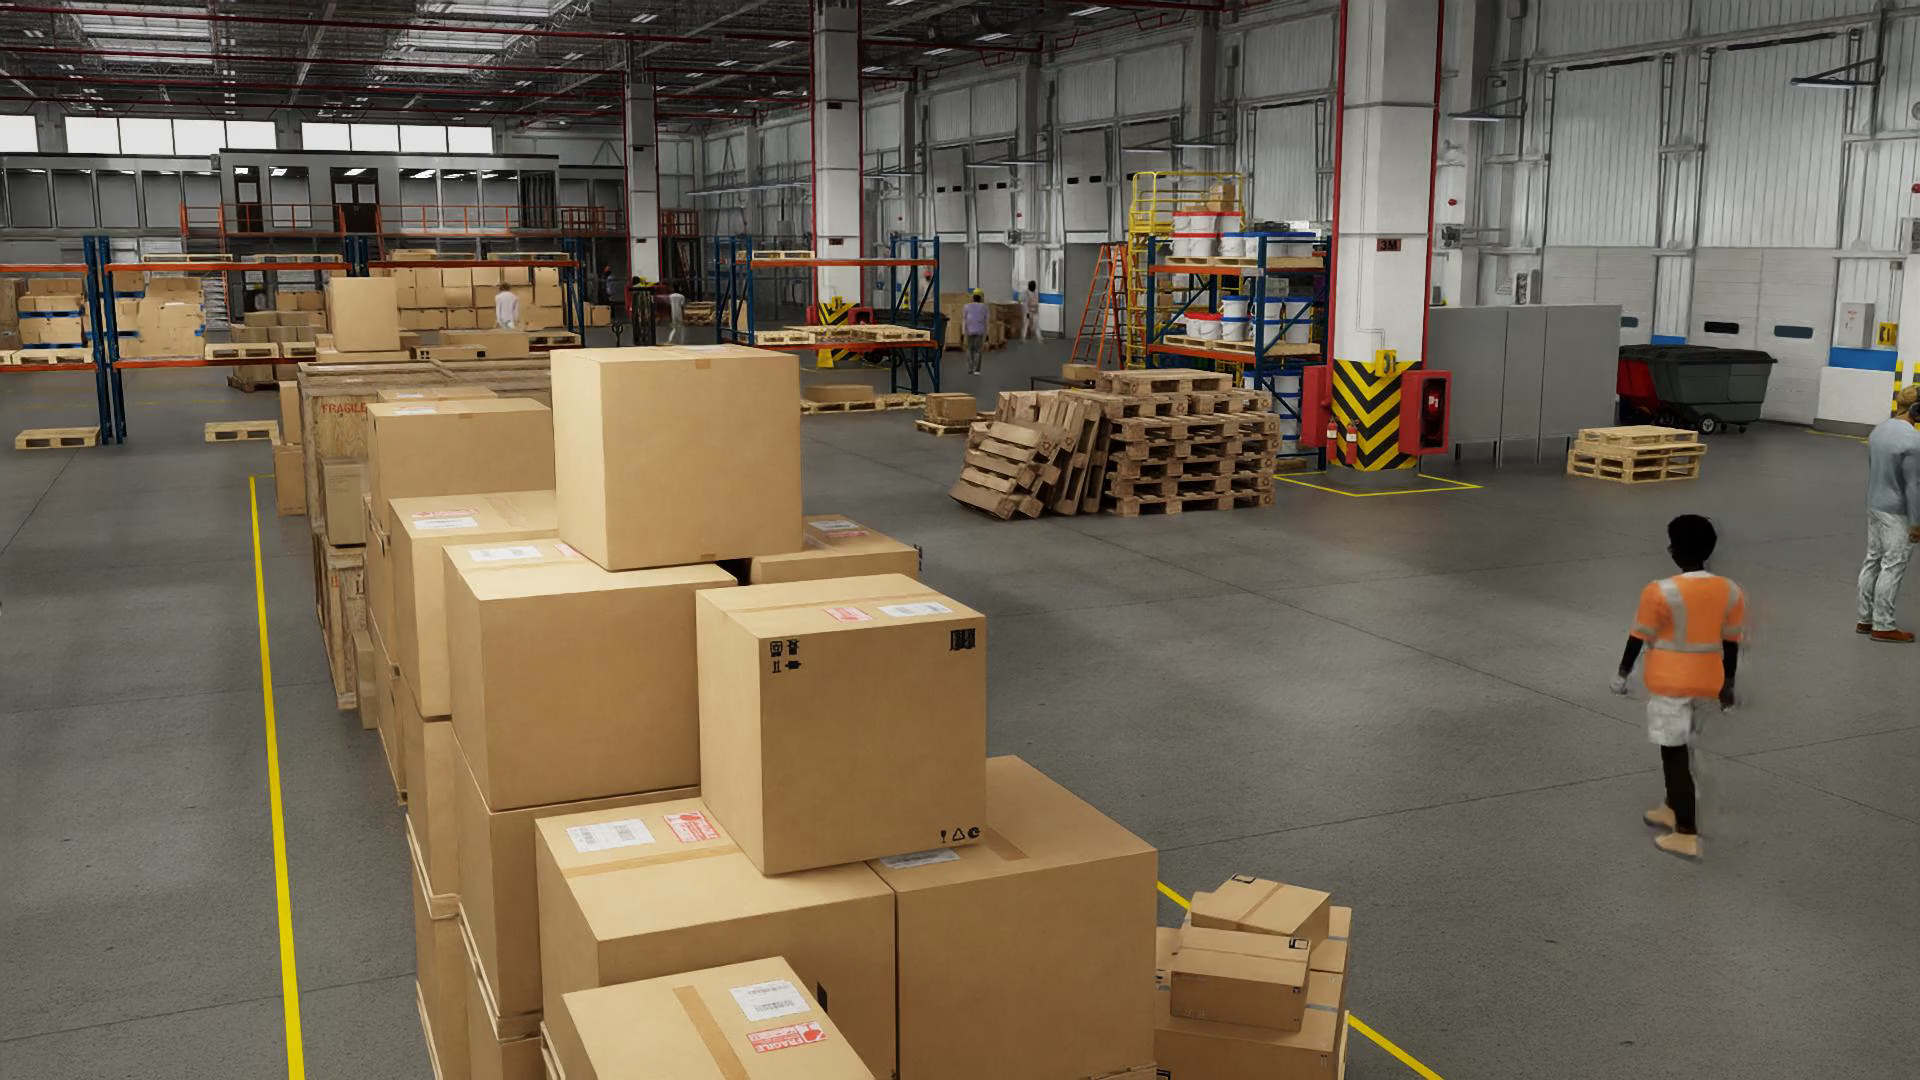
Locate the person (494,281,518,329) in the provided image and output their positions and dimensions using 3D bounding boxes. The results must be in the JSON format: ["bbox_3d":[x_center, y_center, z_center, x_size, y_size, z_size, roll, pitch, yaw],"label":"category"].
[{"bbox_3d":[-11.558,-5.648,42.510,0.641,1.911,0.903,-9,14,-41],"label":"person"}]

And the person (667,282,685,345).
[{"bbox_3d":[-7.586,-5.963,44.412,0.529,1.844,0.794,4,11,20],"label":"person"}]

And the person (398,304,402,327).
[{"bbox_3d":[-9.962,-3.289,29.599,0.606,1.865,0.645,10,14,43],"label":"person"}]

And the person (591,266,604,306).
[{"bbox_3d":[-15.110,-10.503,69.357,0.589,1.868,0.730,-5,11,-26],"label":"person"}]

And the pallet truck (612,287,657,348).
[{"bbox_3d":[-6.464,-4.406,35.401,0.823,1.965,1.885,6,12,32],"label":"pallet truck"}]

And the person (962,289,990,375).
[{"bbox_3d":[0.367,-4.604,36.810,0.597,1.879,0.906,1,10,7],"label":"person"}]

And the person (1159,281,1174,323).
[{"bbox_3d":[5.235,-5.613,42.239,0.360,1.930,0.588,4,11,22],"label":"person"}]

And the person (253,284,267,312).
[{"bbox_3d":[-20.131,-6.564,48.112,0.518,1.709,0.743,9,14,41],"label":"person"}]

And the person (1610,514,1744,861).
[{"bbox_3d":[3.487,0.694,8.174,0.535,1.664,0.654,-4,11,-19],"label":"person"}]

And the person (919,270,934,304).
[{"bbox_3d":[-1.015,-7.744,53.905,0.623,1.959,0.893,-3,11,-17],"label":"person"}]

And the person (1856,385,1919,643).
[{"bbox_3d":[6.965,-0.191,12.380,0.385,1.928,0.636,0,10,0],"label":"person"}]

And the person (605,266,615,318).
[{"bbox_3d":[-13.285,-9.394,63.057,0.379,1.937,0.547,-1,10,-7],"label":"person"}]

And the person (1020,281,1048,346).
[{"bbox_3d":[2.045,-6.340,46.575,0.620,1.804,0.930,-9,14,-42],"label":"person"}]

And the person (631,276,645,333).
[{"bbox_3d":[-10.039,-7.303,51.851,0.430,1.833,0.626,1,10,7],"label":"person"}]
